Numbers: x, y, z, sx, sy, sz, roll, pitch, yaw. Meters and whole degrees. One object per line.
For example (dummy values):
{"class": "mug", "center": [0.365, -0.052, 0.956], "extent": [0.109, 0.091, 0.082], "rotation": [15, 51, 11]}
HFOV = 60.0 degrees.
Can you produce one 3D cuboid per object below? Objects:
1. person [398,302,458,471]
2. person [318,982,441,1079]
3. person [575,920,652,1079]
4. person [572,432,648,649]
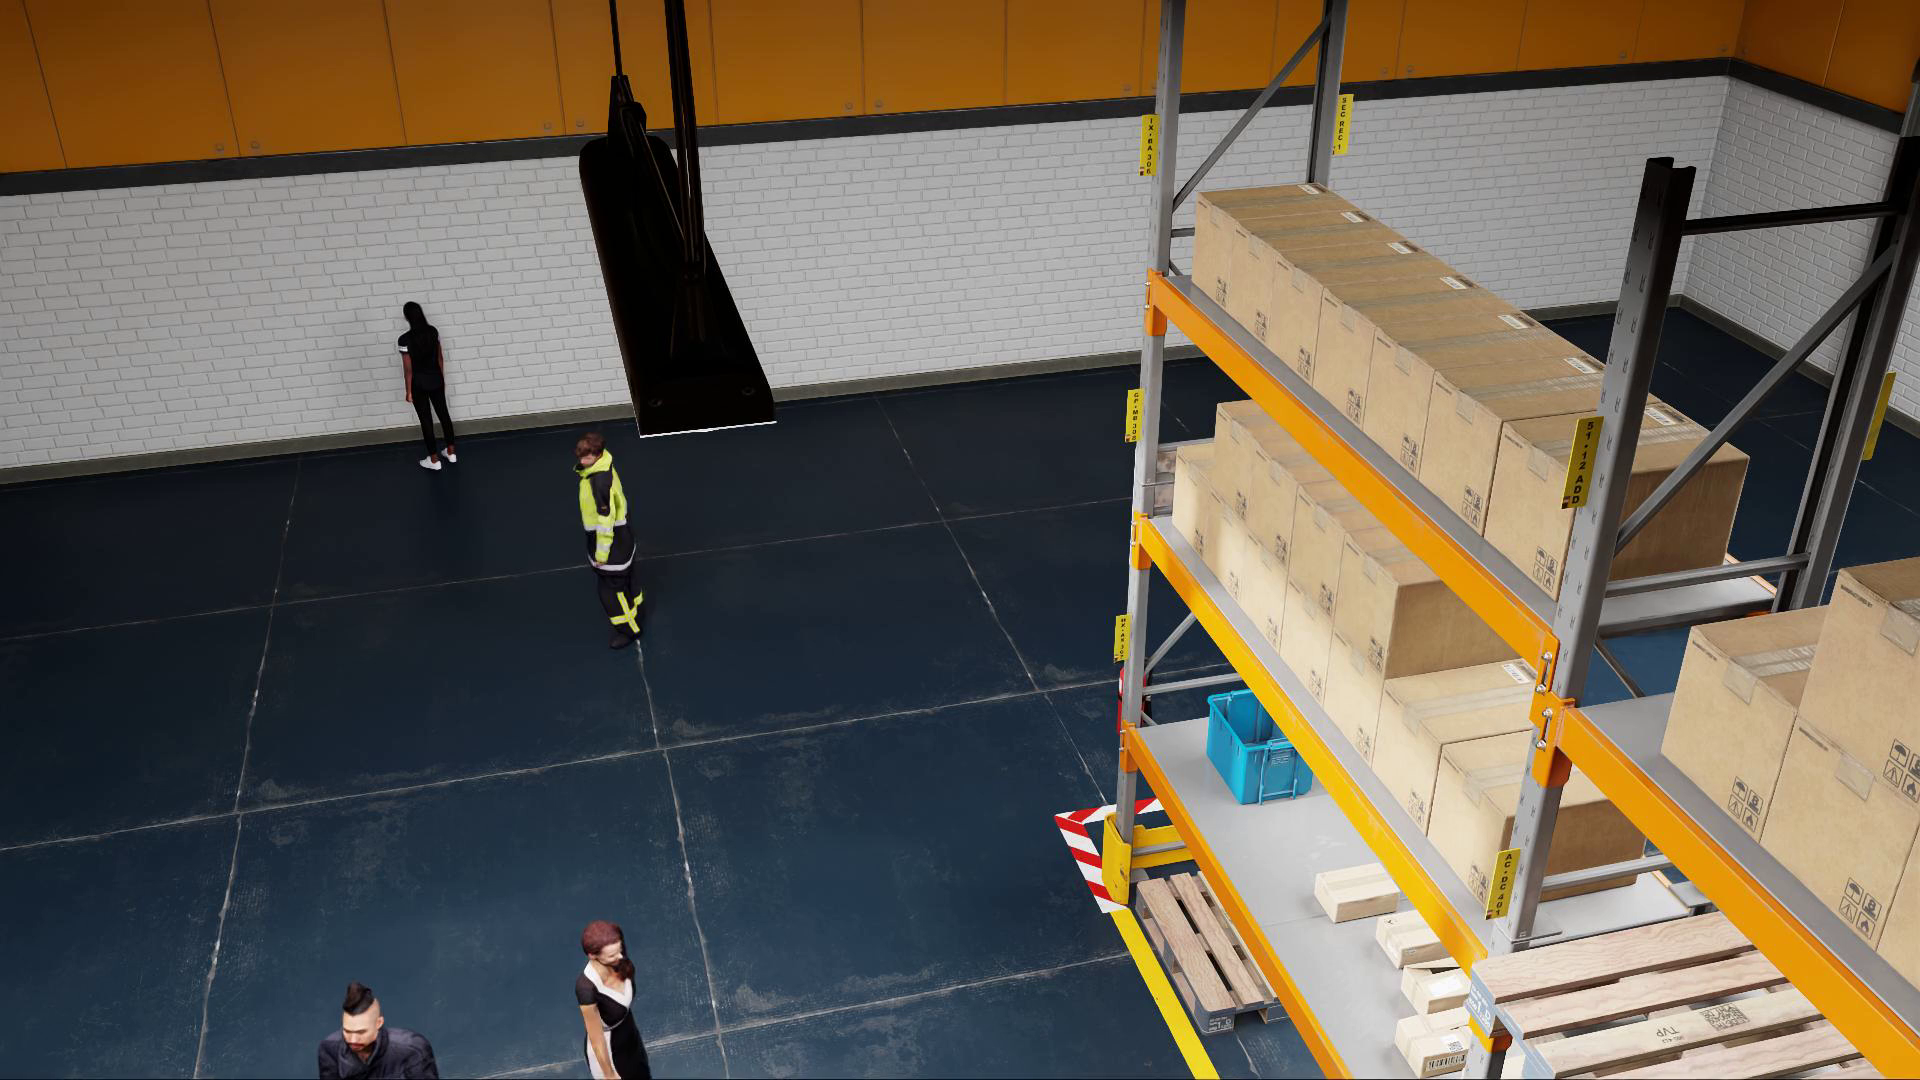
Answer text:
{"class": "person", "center": [-5.268, -1.538, 16.426], "extent": [0.744, 1.736, 0.711], "rotation": [22, 36, 34]}
{"class": "person", "center": [-2.804, 2.892, 8.169], "extent": [0.830, 1.865, 0.789], "rotation": [0, 29, 0]}
{"class": "person", "center": [-1.889, 2.666, 8.677], "extent": [0.850, 1.774, 0.818], "rotation": [6, 29, 12]}
{"class": "person", "center": [-2.798, -0.059, 13.491], "extent": [1.016, 1.949, 0.643], "rotation": [0, 29, -1]}
